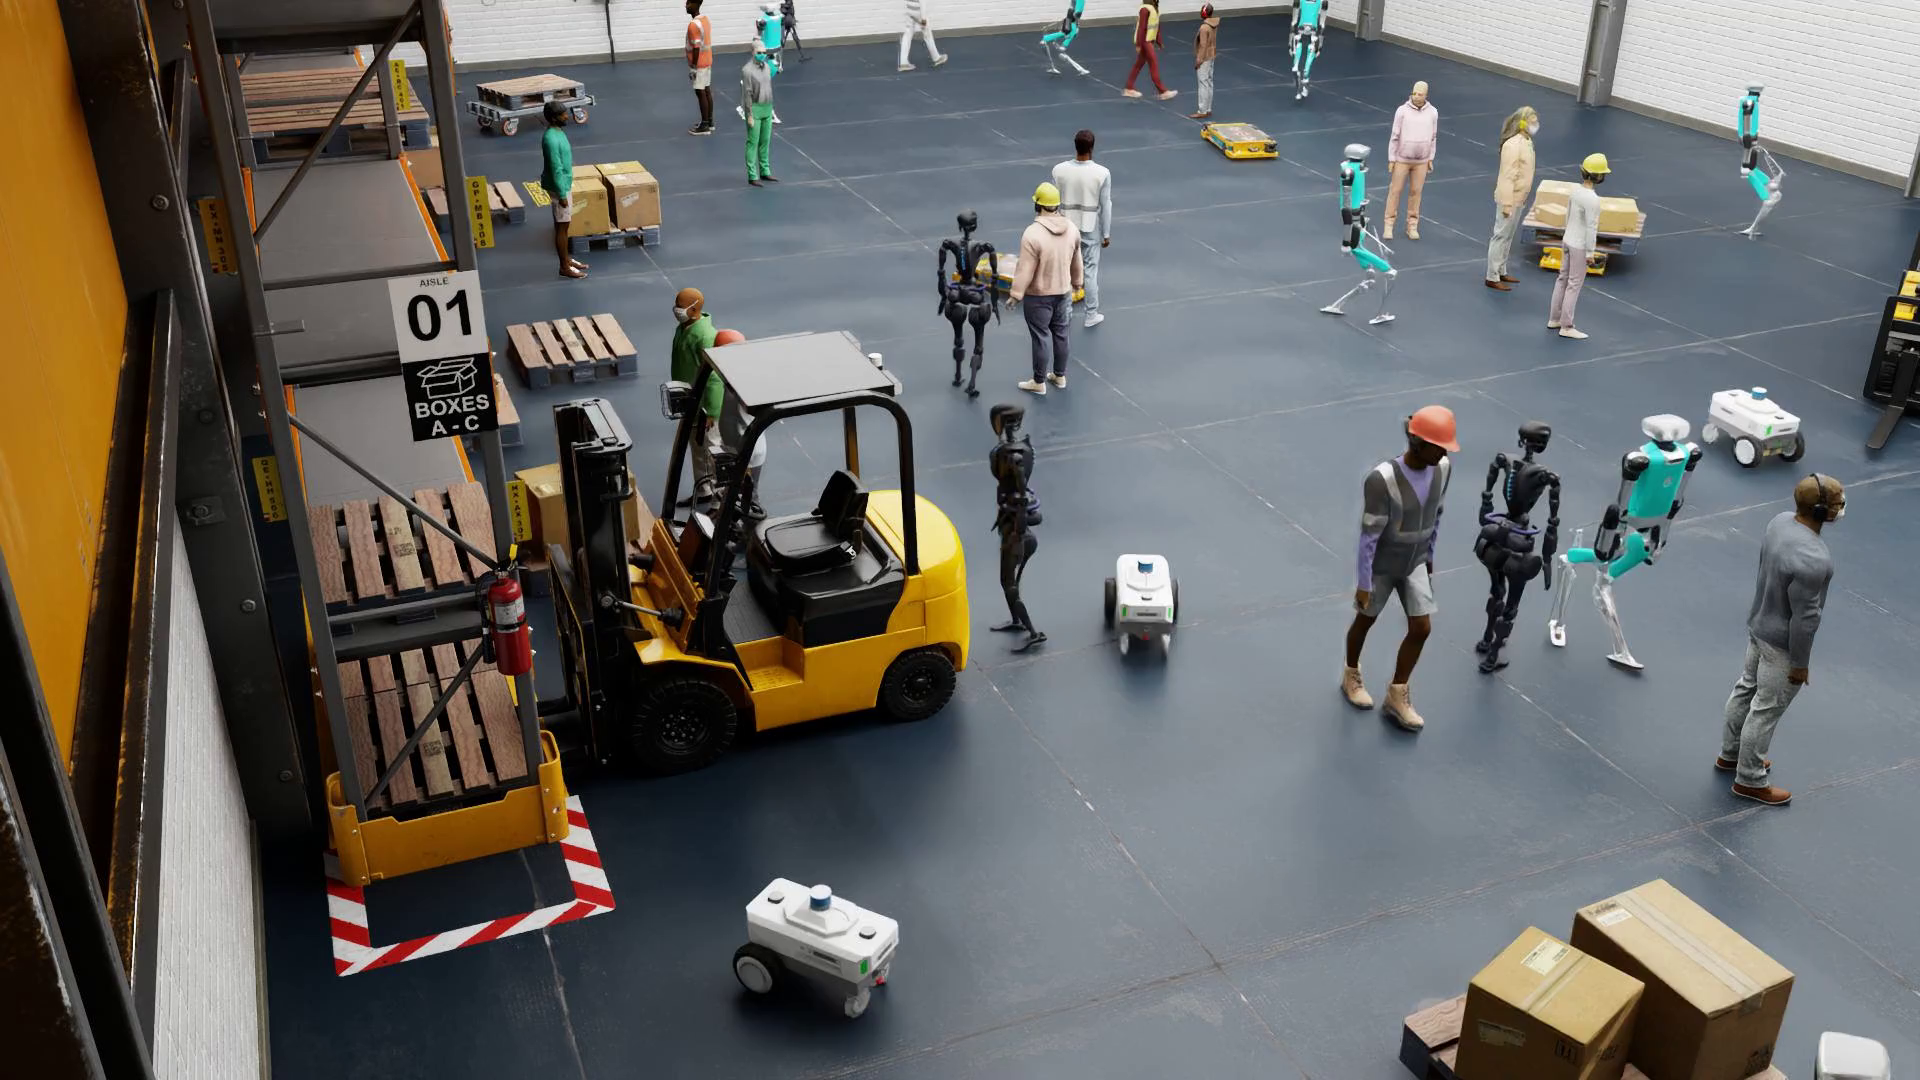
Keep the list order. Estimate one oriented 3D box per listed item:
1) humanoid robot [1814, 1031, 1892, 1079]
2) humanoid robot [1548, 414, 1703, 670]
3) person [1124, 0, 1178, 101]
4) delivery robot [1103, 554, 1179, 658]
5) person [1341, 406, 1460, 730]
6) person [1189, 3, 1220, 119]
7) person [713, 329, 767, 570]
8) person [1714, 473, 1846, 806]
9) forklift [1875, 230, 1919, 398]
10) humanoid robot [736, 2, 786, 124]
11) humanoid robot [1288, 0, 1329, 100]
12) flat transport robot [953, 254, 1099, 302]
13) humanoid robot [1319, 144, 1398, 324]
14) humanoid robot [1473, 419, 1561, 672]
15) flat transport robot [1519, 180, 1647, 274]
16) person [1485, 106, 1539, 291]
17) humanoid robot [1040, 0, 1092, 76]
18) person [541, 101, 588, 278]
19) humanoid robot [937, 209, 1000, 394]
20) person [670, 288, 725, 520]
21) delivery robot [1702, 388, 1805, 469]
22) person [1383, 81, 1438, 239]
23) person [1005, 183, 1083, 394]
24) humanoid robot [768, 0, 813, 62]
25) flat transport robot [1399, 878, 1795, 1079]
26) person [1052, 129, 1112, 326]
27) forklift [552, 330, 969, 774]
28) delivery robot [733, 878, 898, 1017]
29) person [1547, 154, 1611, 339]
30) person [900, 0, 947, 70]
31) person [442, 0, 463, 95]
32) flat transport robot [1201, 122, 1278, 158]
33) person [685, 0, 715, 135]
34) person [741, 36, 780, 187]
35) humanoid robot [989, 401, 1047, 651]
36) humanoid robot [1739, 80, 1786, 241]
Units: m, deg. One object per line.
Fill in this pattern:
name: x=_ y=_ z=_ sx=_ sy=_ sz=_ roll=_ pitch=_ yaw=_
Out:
humanoid robot: x=2.580 y=2.362 z=5.651 sx=0.865 sy=1.760 sz=0.530 roll=8 pitch=28 yaw=16
humanoid robot: x=4.088 y=-0.069 z=10.495 sx=0.531 sy=1.747 sz=0.877 roll=-10 pitch=28 yaw=-19
person: x=2.964 y=-7.659 z=25.610 sx=0.937 sy=1.716 sz=0.491 roll=12 pitch=29 yaw=22
delivery robot: x=1.202 y=0.389 z=10.901 sx=0.499 sy=0.601 sz=0.805 roll=1 pitch=27 yaw=2
person: x=2.596 y=0.175 z=9.714 sx=0.684 sy=1.999 sz=0.813 roll=-10 pitch=28 yaw=-19
person: x=3.611 y=-7.041 z=24.450 sx=0.335 sy=1.651 sz=0.456 roll=14 pitch=30 yaw=25
person: x=-1.534 y=-0.631 z=11.606 sx=0.359 sy=1.740 sz=0.578 roll=-6 pitch=27 yaw=-12
person: x=4.490 y=0.530 z=9.077 sx=0.373 sy=1.940 sz=0.629 roll=3 pitch=27 yaw=5
forklift: x=9.029 y=-2.397 z=14.618 sx=1.214 sy=2.155 sz=2.313 roll=18 pitch=32 yaw=32
humanoid robot: x=-2.973 y=-6.955 z=24.208 sx=0.992 sy=1.768 sz=0.555 roll=20 pitch=33 yaw=34
humanoid robot: x=5.250 y=-7.485 z=25.252 sx=0.558 sy=1.740 sz=1.028 roll=6 pitch=27 yaw=12
flat transport robot: x=0.684 y=-2.737 z=17.431 sx=1.431 sy=0.231 sz=0.659 roll=20 pitch=33 yaw=34
humanoid robot: x=4.055 y=-2.946 z=16.261 sx=0.978 sy=1.772 sz=0.532 roll=12 pitch=29 yaw=23
humanoid robot: x=3.461 y=0.024 z=10.371 sx=0.473 sy=1.643 sz=0.600 roll=-18 pitch=32 yaw=-32
flat transport robot: x=6.886 y=-3.252 z=18.456 sx=0.659 sy=0.231 sz=1.431 roll=12 pitch=29 yaw=22
person: x=5.717 y=-3.554 z=17.270 sx=0.391 sy=1.875 sz=0.564 roll=17 pitch=31 yaw=30
humanoid robot: x=1.672 y=-8.309 z=26.880 sx=1.003 sy=1.718 sz=0.531 roll=11 pitch=29 yaw=21
person: x=-4.231 y=-3.712 z=17.612 sx=0.396 sy=1.850 sz=0.495 roll=-3 pitch=27 yaw=-6
humanoid robot: x=0.069 y=-2.093 z=14.614 sx=0.592 sy=1.649 sz=0.570 roll=8 pitch=28 yaw=15
person: x=-1.932 y=-1.010 z=12.311 sx=0.386 sy=1.784 sz=0.538 roll=-16 pitch=31 yaw=-29
delivery robot: x=6.454 y=-0.950 z=13.549 sx=0.499 sy=0.587 sz=0.777 roll=-8 pitch=28 yaw=-16
person: x=5.114 y=-4.307 z=18.867 sx=0.530 sy=1.781 sz=0.402 roll=0 pitch=27 yaw=1
person: x=0.770 y=-2.188 z=14.559 sx=0.802 sy=1.868 sz=0.410 roll=-19 pitch=32 yaw=-33
humanoid robot: x=-2.909 y=-8.930 z=28.231 sx=0.785 sy=1.623 sz=0.603 roll=-6 pitch=27 yaw=-11
flat transport robot: x=2.650 y=2.429 z=7.157 sx=0.659 sy=0.231 sz=1.431 roll=-13 pitch=29 yaw=-23
person: x=1.175 y=-3.018 z=16.157 sx=0.589 sy=1.919 sz=0.393 roll=9 pitch=28 yaw=17
forklift: x=-1.094 y=0.010 z=9.831 sx=2.313 sy=2.155 sz=1.214 roll=-10 pitch=28 yaw=-20
delivery robot: x=-0.677 y=1.901 z=7.909 sx=0.785 sy=0.613 sz=0.518 roll=14 pitch=30 yaw=26
person: x=5.943 y=-2.818 z=15.925 sx=0.310 sy=1.768 sz=0.529 roll=-3 pitch=27 yaw=-5
person: x=-0.653 y=-8.816 z=27.781 sx=0.967 sy=1.825 sz=0.600 roll=-21 pitch=34 yaw=-36
person: x=-8.057 y=-7.833 z=25.822 sx=0.451 sy=1.832 sz=0.598 roll=1 pitch=27 yaw=2
flat transport robot: x=3.855 y=-5.526 z=22.978 sx=0.659 sy=0.231 sz=1.431 roll=-4 pitch=27 yaw=-8
person: x=-3.694 y=-6.748 z=23.522 sx=0.363 sy=1.965 sz=0.610 roll=4 pitch=27 yaw=8
person: x=-2.534 y=-5.426 z=21.023 sx=0.345 sy=1.849 sz=0.512 roll=17 pitch=31 yaw=30
humanoid robot: x=0.370 y=-0.108 z=10.646 sx=0.375 sy=1.639 sz=0.610 roll=-4 pitch=27 yaw=-8
humanoid robot: x=9.136 y=-4.282 z=18.918 sx=0.790 sy=1.813 sz=0.543 roll=13 pitch=29 yaw=24
